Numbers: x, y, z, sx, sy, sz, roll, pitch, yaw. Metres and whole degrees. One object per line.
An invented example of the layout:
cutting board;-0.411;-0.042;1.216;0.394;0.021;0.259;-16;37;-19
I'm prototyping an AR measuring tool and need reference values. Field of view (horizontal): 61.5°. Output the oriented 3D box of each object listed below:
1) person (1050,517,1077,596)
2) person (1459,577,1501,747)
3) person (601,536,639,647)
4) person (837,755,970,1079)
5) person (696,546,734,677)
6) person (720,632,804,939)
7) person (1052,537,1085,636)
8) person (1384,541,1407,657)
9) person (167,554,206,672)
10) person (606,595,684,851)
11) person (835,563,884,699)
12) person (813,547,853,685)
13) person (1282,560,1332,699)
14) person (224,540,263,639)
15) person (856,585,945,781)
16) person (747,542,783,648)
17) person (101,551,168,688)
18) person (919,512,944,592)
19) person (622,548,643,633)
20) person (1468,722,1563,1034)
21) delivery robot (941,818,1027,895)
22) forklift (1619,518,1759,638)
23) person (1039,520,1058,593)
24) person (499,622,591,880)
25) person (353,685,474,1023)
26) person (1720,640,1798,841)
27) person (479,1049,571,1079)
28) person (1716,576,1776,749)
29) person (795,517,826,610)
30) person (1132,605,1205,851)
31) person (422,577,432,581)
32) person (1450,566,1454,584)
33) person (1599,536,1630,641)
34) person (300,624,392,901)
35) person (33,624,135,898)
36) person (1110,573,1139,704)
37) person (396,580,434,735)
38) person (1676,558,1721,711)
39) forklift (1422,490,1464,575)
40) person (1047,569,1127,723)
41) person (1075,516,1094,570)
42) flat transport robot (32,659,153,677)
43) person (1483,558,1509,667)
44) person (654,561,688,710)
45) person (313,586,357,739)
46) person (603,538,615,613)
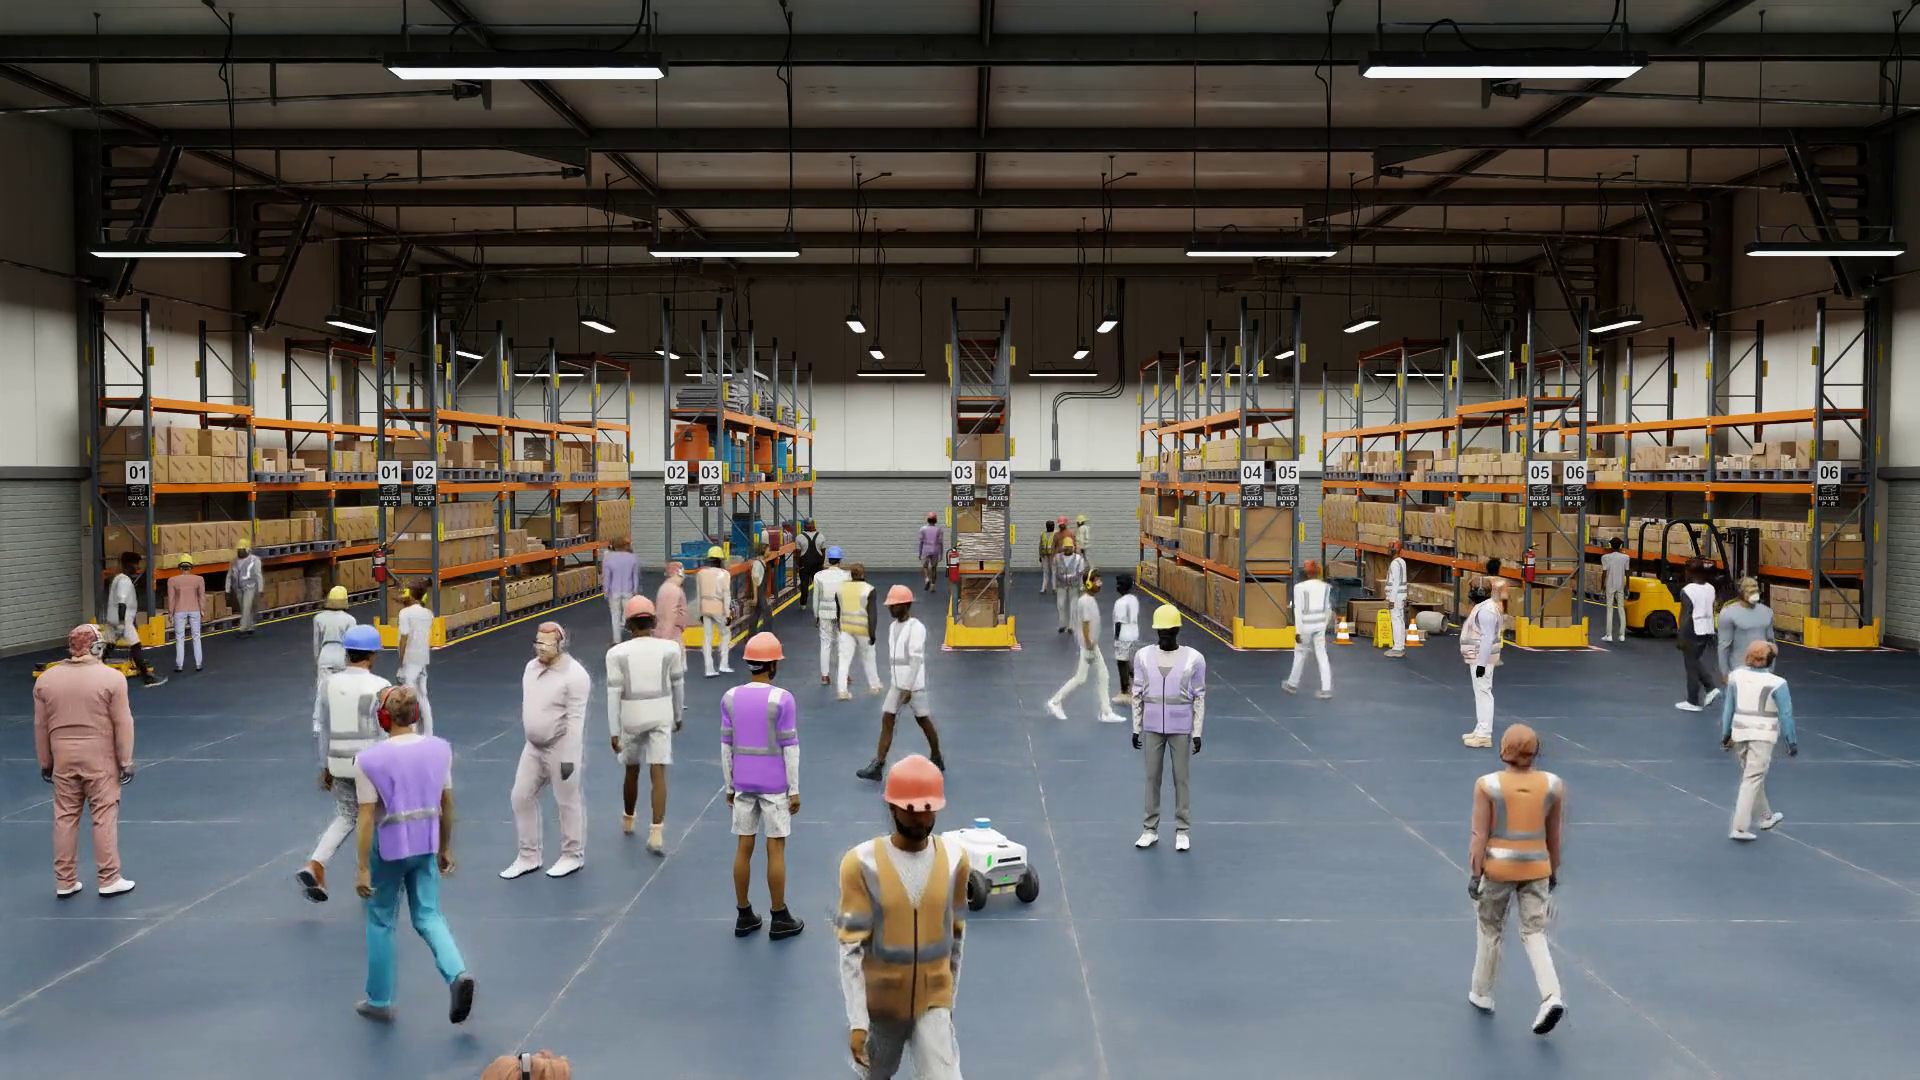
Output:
person;2.496;0.413;39.298;0.644;1.932;1.032;2;3;35
person;5.679;1.320;17.638;0.429;1.843;0.633;1;2;16
person;-5.754;0.891;27.363;0.650;1.927;0.505;-1;3;-31
person;-0.213;1.756;6.202;0.546;1.890;1.014;-1;2;-17
person;-3.552;1.045;23.696;0.619;1.903;0.682;1;2;23
person;-1.265;1.560;10.373;0.542;1.939;0.368;1;2;23
person;1.971;0.856;29.576;0.620;1.815;0.610;0;2;10
person;7.108;0.953;26.336;0.338;1.882;0.583;1;3;27
person;-11.632;1.093;24.280;0.528;1.768;0.313;-2;3;-35
person;-2.513;1.440;12.889;0.622;1.992;1.018;-1;2;-15
person;-1.355;1.201;21.410;0.640;1.783;0.979;1;2;24
person;-1.766;1.064;22.775;0.614;1.943;0.405;0;2;7
person;4.661;1.172;21.480;0.603;1.831;1.006;-1;2;-22
person;-12.979;0.889;29.161;0.624;1.779;0.929;0;2;8
person;-0.534;1.379;15.659;0.989;1.891;0.563;-2;3;-40
person;-3.264;0.947;27.236;0.732;1.818;0.516;0;2;-2
person;-11.560;1.111;22.267;1.021;1.909;0.626;-2;3;-40
person;-0.722;0.306;40.781;0.644;2.031;0.468;0;2;-2
person;-6.201;0.940;30.242;0.520;1.579;0.845;0;2;-12
person;2.996;1.787;8.651;0.521;1.607;0.733;0;2;-3
delivery robot;0.159;2.183;11.234;0.477;0.478;0.707;-1;3;-30
forklift;13.417;0.684;29.791;2.313;2.155;1.214;0;2;0
person;2.252;0.418;40.400;0.624;1.840;0.429;1;3;26
person;-3.018;1.533;11.716;0.670;1.879;0.728;2;3;34
person;-2.942;1.691;8.660;0.772;1.824;0.574;2;3;40
person;6.517;1.614;13.073;0.823;1.595;0.547;-1;3;-27
person;-0.999;1.977;3.640;0.515;1.636;0.315;2;3;42
person;8.094;1.320;16.700;0.636;1.917;0.716;-1;2;-14
person;-3.317;0.531;35.558;0.682;2.000;0.537;-1;2;-18
person;1.639;1.471;12.755;0.587;1.927;0.367;1;2;20
person;-10.922;0.645;33.437;0.553;1.935;0.362;1;2;24
person;12.842;0.272;42.460;0.700;1.962;0.787;0;2;-2
person;11.632;0.867;28.691;0.533;1.871;0.320;0;2;2
person;-4.138;1.540;11.028;0.616;1.925;0.671;1;2;21
person;-6.117;1.539;11.335;0.651;1.904;0.401;0;2;-2
person;2.122;1.265;20.808;0.371;1.686;0.550;1;3;29
person;-5.782;1.352;16.997;0.341;1.838;0.653;1;2;18
person;9.217;1.183;20.233;0.618;1.905;0.453;-2;3;-34
forklift;13.926;-0.371;47.846;1.873;2.768;1.129;0;2;0
person;1.500;1.259;19.338;0.916;1.836;0.528;1;2;19
person;3.552;0.176;47.220;0.949;1.781;0.614;1;2;22
flat transport robot;-12.715;1.874;23.691;1.431;0.197;0.652;0;2;0
person;8.128;1.118;24.750;0.583;1.681;0.540;-2;3;-41
person;-3.653;1.205;20.171;0.557;1.869;0.663;-1;3;-28
person;-7.064;1.365;18.203;0.496;1.704;0.875;0;2;-5
person;-7.415;0.751;34.717;0.508;1.613;0.642;1;2;15
